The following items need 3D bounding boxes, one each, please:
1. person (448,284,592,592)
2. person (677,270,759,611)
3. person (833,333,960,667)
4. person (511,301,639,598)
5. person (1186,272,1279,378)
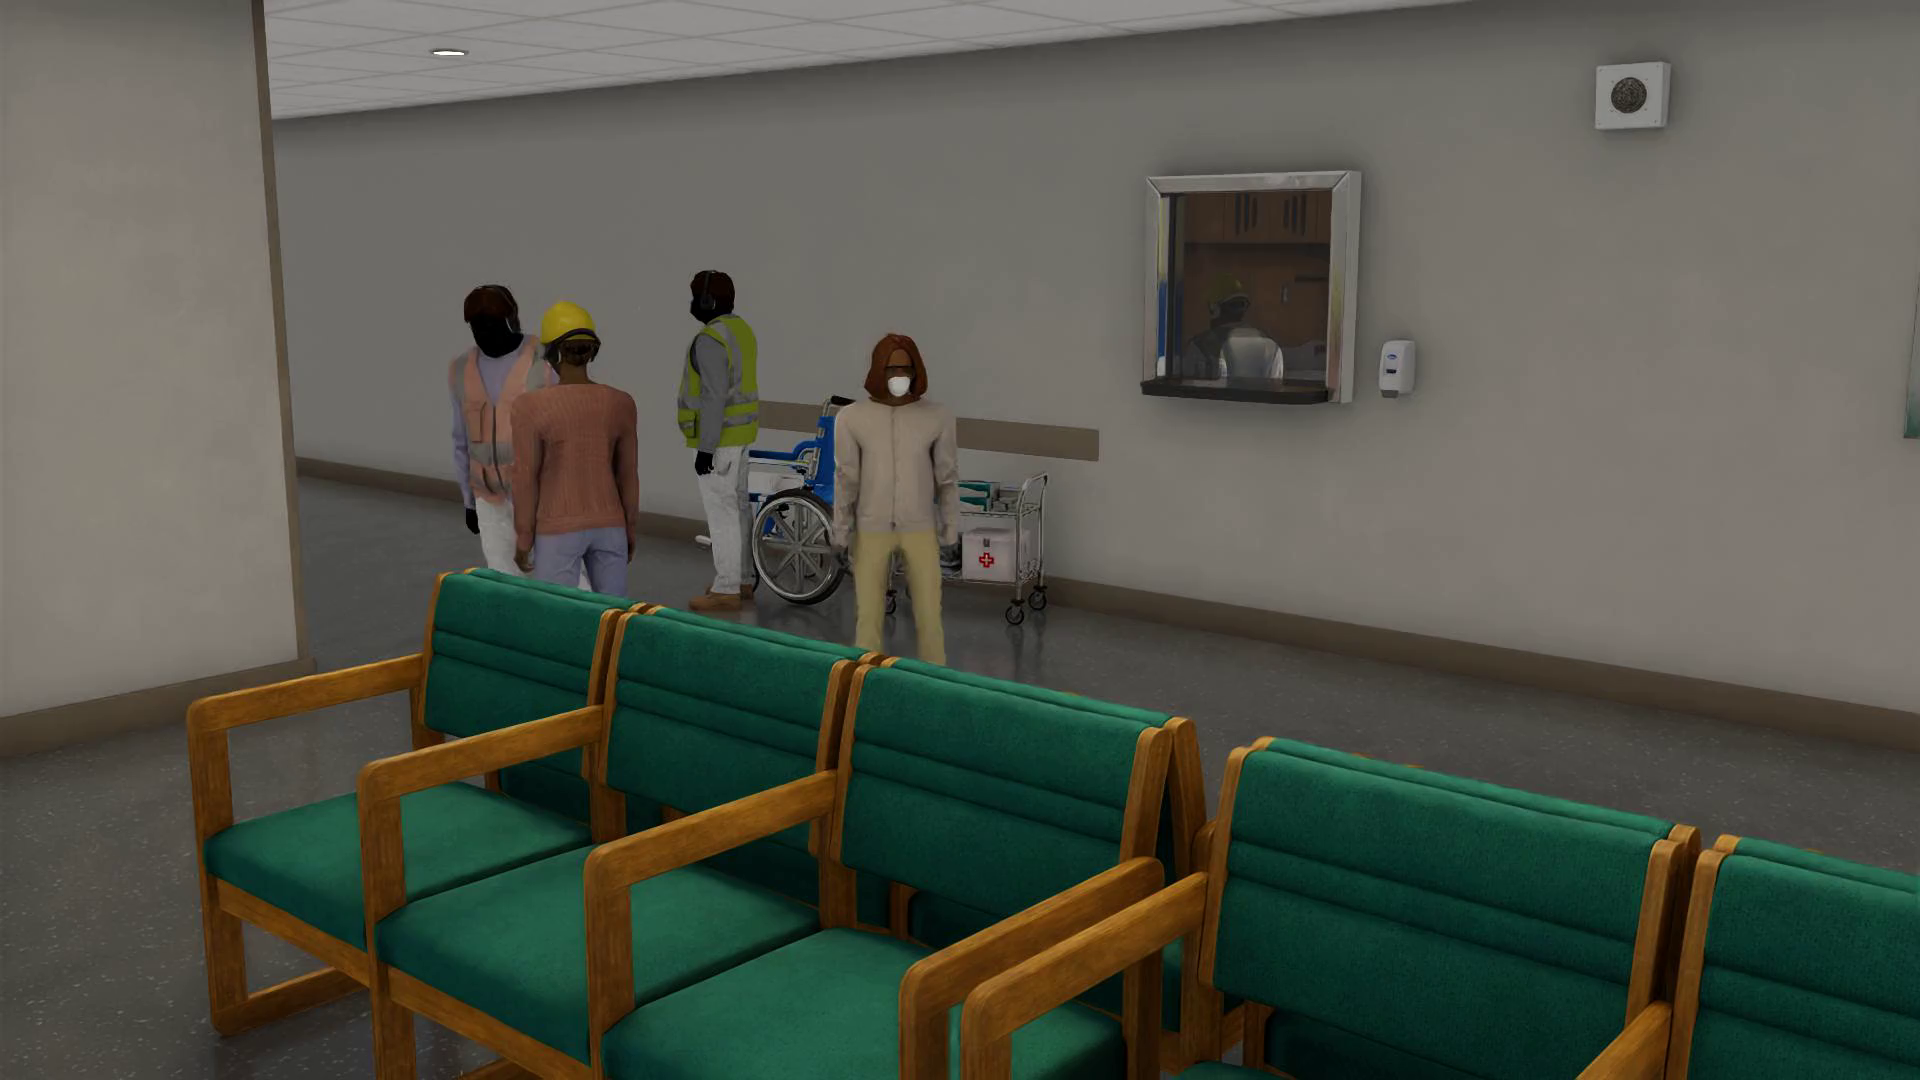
[{"bbox_3d":[-1.870,-0.212,7.290,0.681,1.811,0.674,3,10,15],"label":"person"},{"bbox_3d":[-1.315,-0.538,9.046,0.429,1.841,0.633,2,10,10],"label":"person"},{"bbox_3d":[-0.255,-0.020,6.730,0.509,1.628,0.287,-1,10,-5],"label":"person"},{"bbox_3d":[-1.478,-0.034,6.419,0.518,1.757,0.341,-8,13,-40],"label":"person"},{"bbox_3d":[1.499,-0.583,9.358,0.594,1.823,0.403,-4,11,-24],"label":"person"}]
